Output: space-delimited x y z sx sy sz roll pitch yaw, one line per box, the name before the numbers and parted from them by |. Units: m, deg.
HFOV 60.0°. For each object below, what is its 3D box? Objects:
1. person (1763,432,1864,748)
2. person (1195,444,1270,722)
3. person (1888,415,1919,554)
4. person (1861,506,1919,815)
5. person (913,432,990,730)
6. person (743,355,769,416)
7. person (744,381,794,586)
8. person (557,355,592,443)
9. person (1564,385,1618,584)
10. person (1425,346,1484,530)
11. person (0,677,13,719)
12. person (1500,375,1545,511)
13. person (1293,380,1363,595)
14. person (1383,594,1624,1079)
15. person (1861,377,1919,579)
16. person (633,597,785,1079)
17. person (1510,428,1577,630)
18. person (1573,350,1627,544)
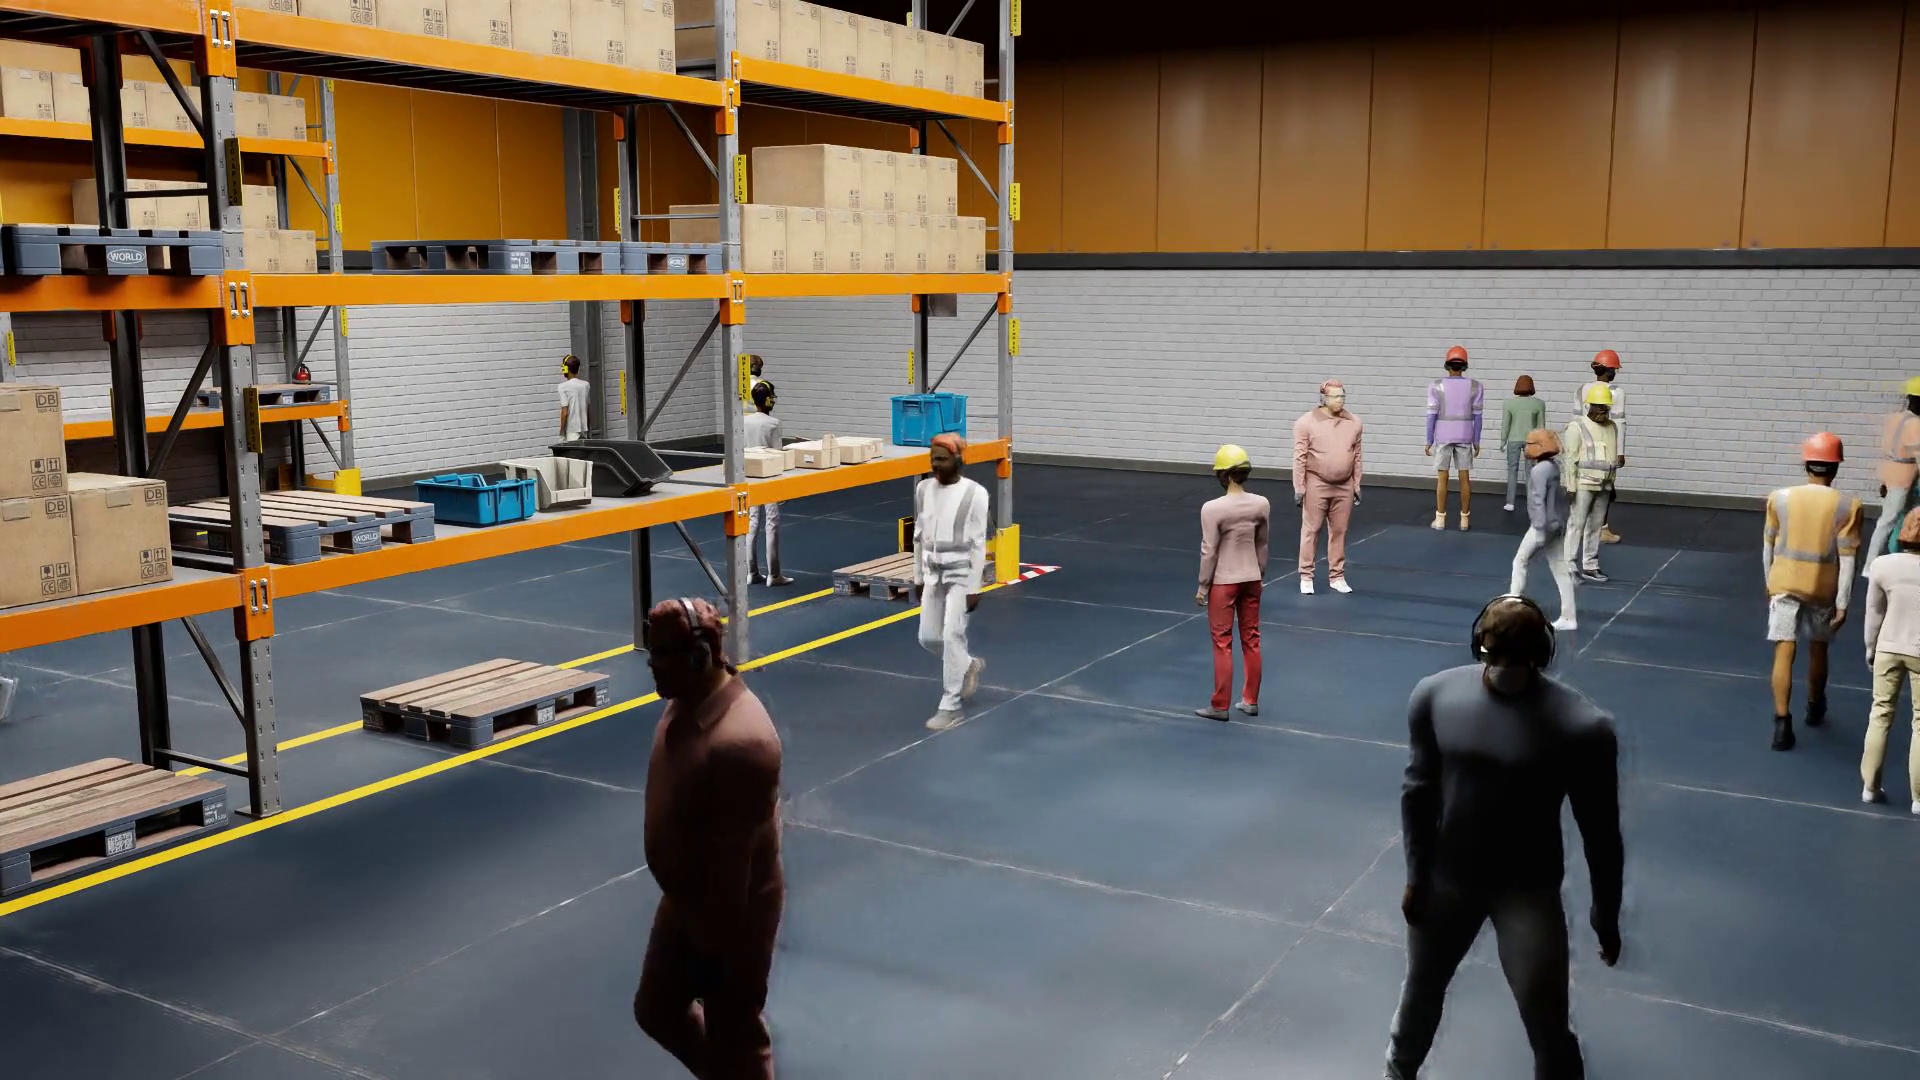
person | 5.179 0.284 10.147 0.544 1.881 1.011 6 11 33
person | 1.728 0.272 10.585 0.524 1.768 0.312 -5 10 -29
person | 9.287 -0.615 16.122 0.323 1.765 0.534 -4 10 -24
person | 5.047 0.626 8.819 0.282 1.629 0.504 -7 11 -37
person | -0.023 0.236 10.515 0.576 1.868 0.604 7 12 38
person | -2.575 -1.383 20.691 0.633 1.835 0.429 9 13 44
person | -1.775 -0.511 15.143 0.531 1.871 0.322 5 11 30
person | -4.638 -1.286 19.976 0.334 1.873 0.517 6 11 32
person | 5.810 -0.512 15.274 0.600 1.827 0.403 -4 10 -26
person | 5.457 -1.124 18.426 0.609 2.044 0.397 1 9 7
person | -6.141 0.371 10.093 0.478 1.717 0.651 6 11 33
person | 6.731 -1.158 19.918 0.507 1.631 0.275 2 9 11
person | 3.274 -0.465 14.745 0.655 1.905 0.407 -2 9 -10
person | 1.693 1.081 5.203 0.802 1.889 0.560 6 11 33
person | 8.769 -0.540 15.239 0.850 1.890 0.587 4 10 23
person | -0.763 1.100 5.031 0.423 1.888 0.667 -6 11 -31
person | 4.594 -0.084 13.281 0.798 1.599 0.533 7 12 39
person | 6.762 -0.984 17.552 0.374 2.042 0.615 -6 11 -32
